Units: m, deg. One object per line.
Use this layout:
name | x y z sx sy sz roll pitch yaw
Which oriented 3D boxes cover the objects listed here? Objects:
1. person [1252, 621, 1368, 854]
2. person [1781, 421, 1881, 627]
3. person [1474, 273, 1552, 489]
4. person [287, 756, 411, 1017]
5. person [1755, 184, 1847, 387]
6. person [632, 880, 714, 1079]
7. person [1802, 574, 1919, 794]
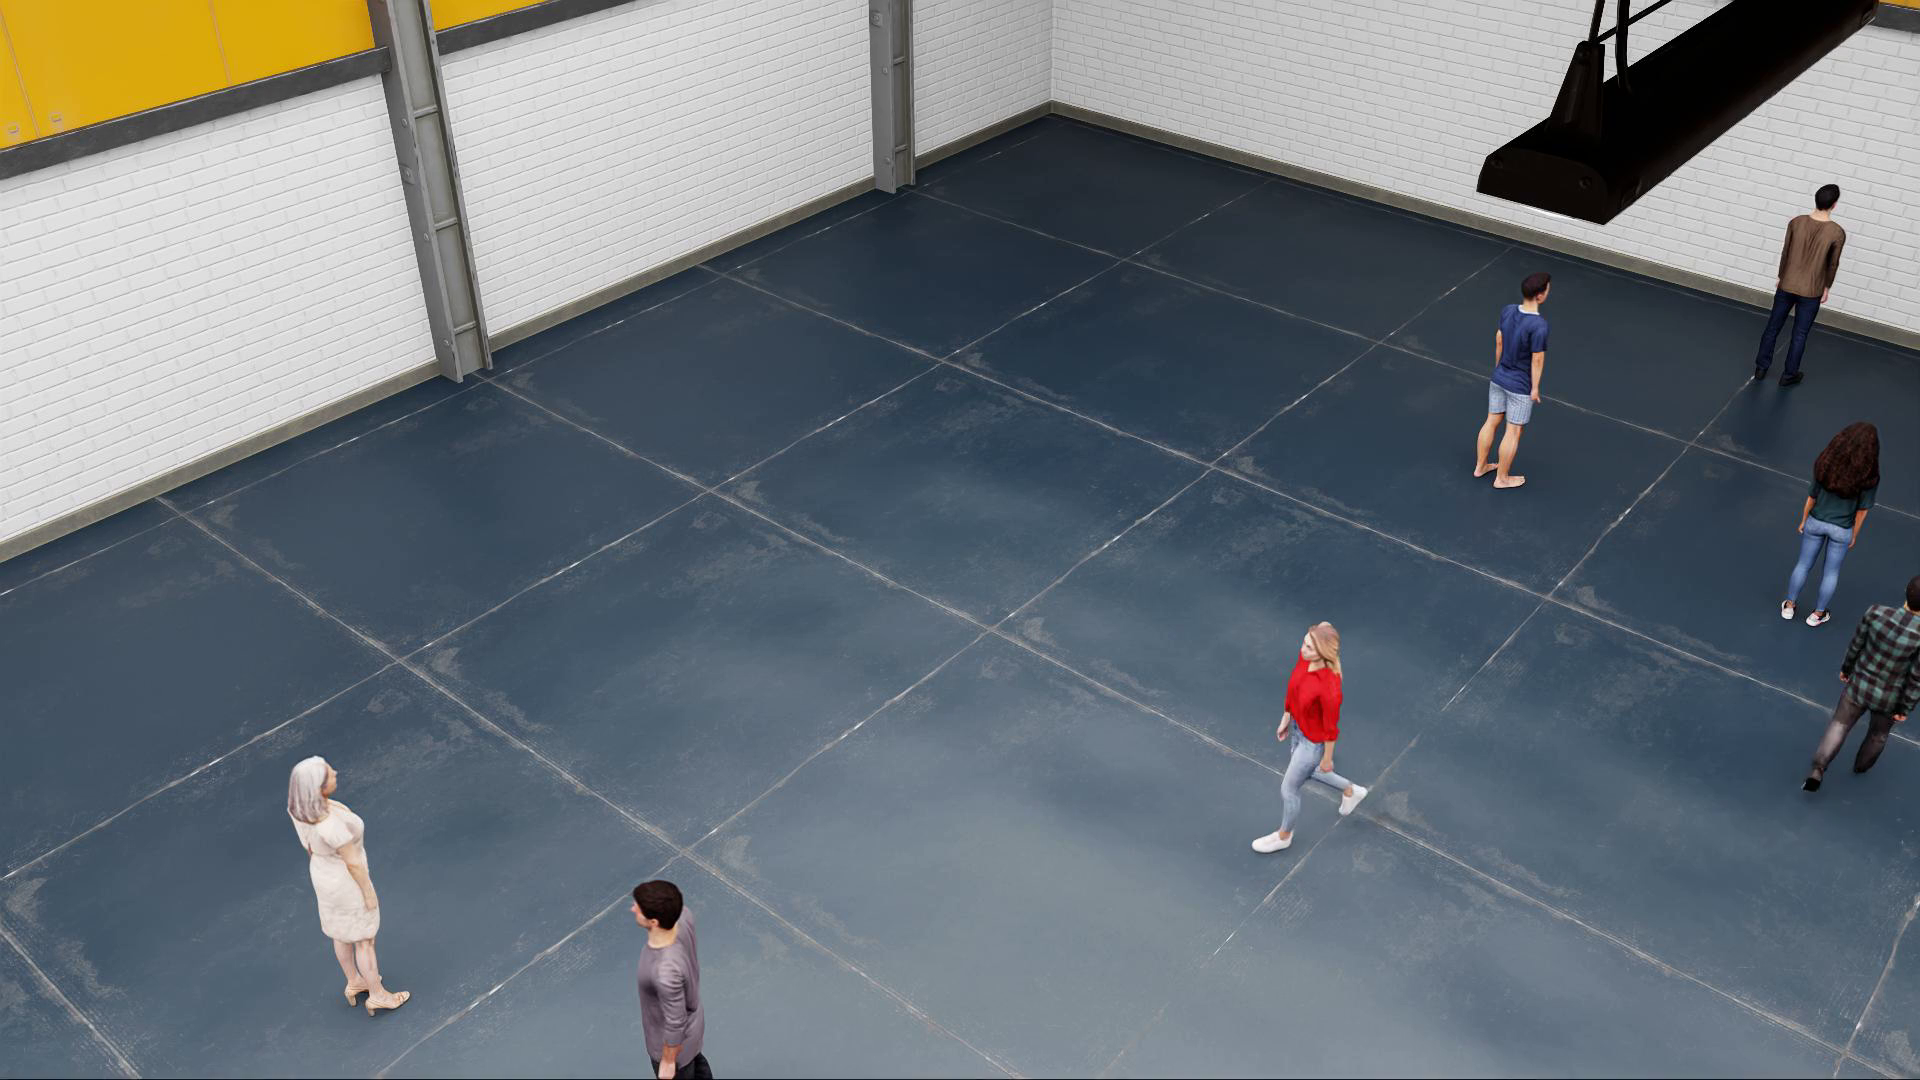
person | 2.142 1.162 9.882 1.061 1.688 0.954 -8 34 -11
person | 6.214 -0.116 11.869 0.580 1.616 0.564 24 41 32
person | 4.474 -1.293 13.432 0.663 1.846 0.690 -17 37 -24
person | -3.269 1.842 8.816 0.606 1.736 0.559 22 39 29
person | 7.531 -2.282 14.882 0.644 1.889 0.562 26 42 34
person | -1.362 2.319 7.991 0.797 1.854 0.718 -1 34 -1
person | 5.723 0.930 10.451 0.965 1.696 0.713 -28 43 -35
